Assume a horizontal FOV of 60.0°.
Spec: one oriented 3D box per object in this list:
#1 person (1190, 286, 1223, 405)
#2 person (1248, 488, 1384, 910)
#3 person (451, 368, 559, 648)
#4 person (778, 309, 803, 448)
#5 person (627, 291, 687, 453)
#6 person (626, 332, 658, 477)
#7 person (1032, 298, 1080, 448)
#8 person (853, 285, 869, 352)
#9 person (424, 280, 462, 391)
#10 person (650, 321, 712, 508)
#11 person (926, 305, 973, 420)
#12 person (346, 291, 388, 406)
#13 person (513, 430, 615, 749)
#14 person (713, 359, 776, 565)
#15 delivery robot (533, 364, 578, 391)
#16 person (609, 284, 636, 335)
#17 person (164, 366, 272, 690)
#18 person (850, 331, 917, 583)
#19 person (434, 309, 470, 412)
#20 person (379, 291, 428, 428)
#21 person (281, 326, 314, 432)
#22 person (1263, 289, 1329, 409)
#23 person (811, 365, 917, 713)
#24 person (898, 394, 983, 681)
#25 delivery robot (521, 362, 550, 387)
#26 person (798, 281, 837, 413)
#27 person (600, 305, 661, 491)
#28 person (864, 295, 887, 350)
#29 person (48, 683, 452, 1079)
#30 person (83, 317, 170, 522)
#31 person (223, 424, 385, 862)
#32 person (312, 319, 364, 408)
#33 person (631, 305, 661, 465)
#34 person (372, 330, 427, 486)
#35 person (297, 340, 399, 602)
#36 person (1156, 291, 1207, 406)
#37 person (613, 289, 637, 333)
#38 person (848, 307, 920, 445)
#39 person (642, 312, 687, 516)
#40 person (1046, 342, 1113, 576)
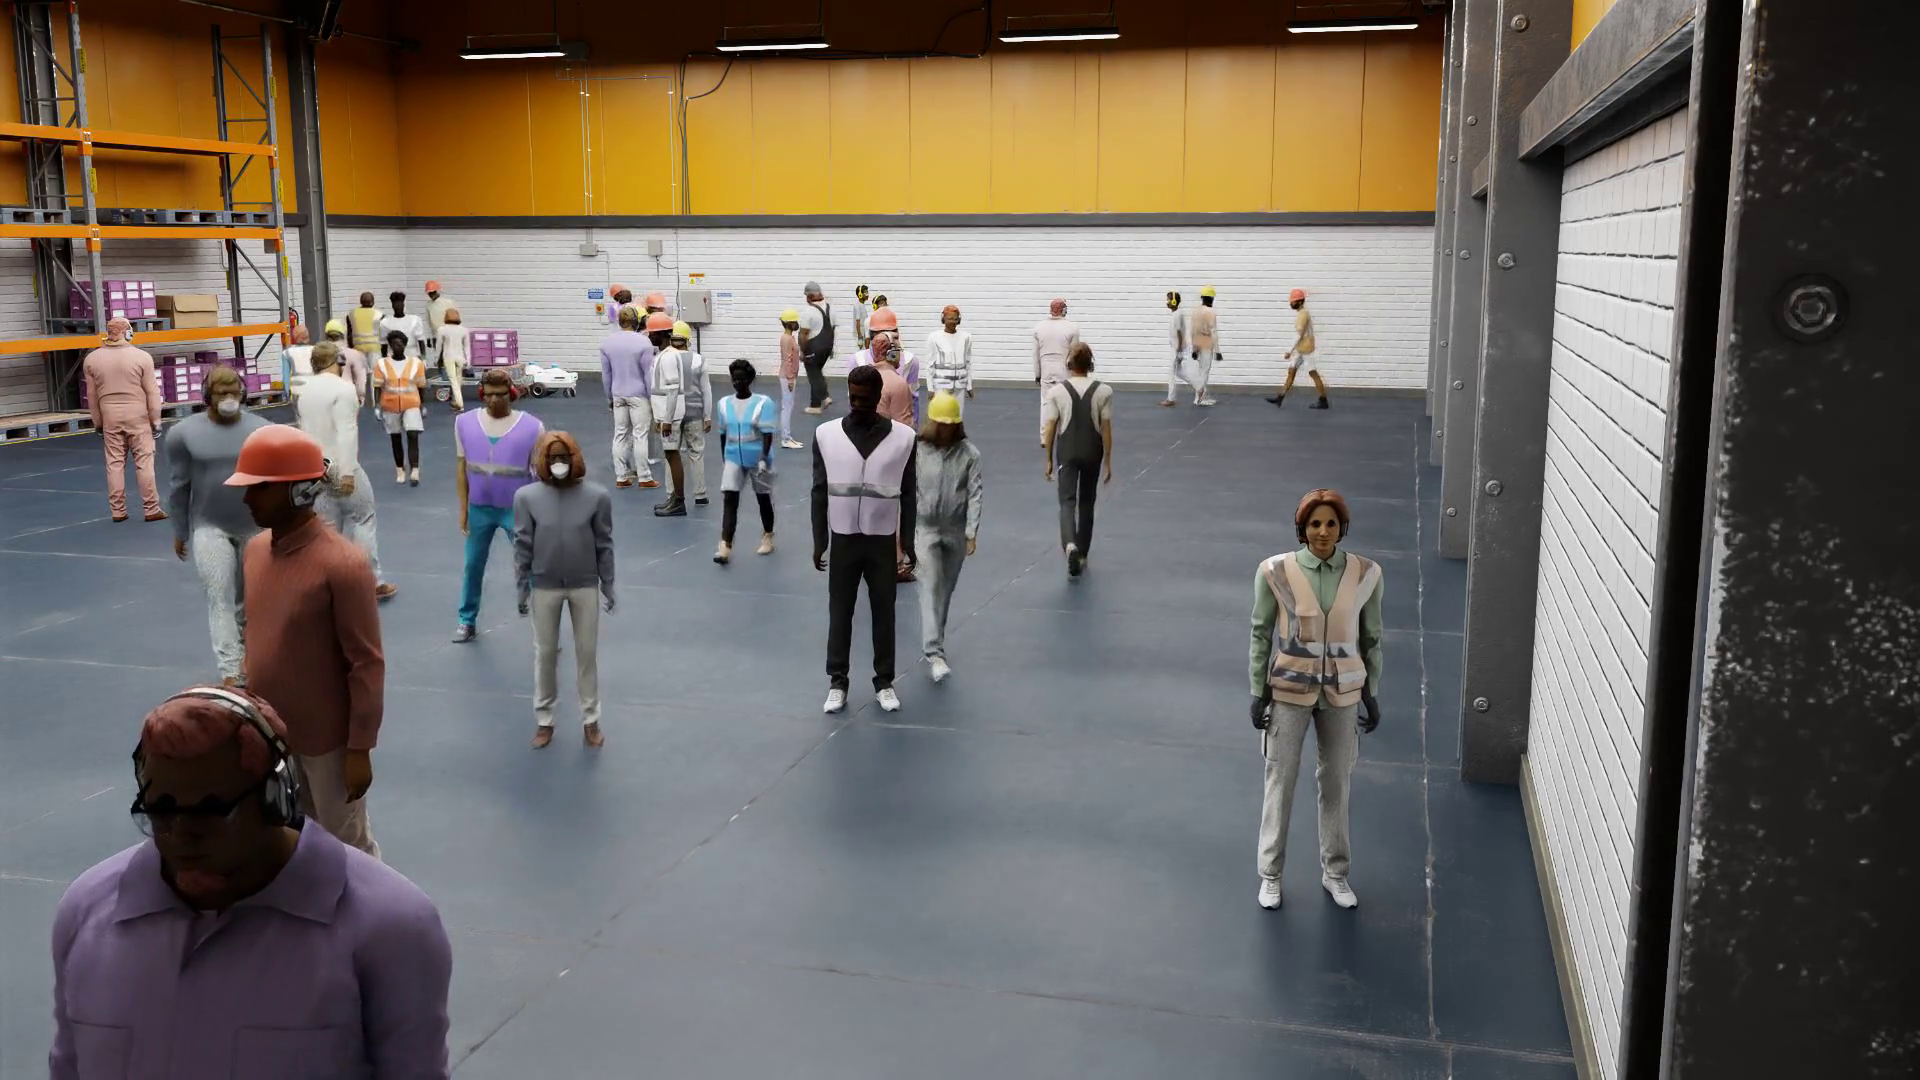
[{"bbox_3d":[4.010,-3.124,26.851,0.581,1.913,0.647,-4,11,-23],"label":"person"},{"bbox_3d":[1.367,0.612,6.420,0.521,1.640,0.307,0,10,-1],"label":"person"},{"bbox_3d":[-2.900,-0.195,10.590,0.765,1.793,0.532,0,10,2],"label":"person"},{"bbox_3d":[-2.149,-2.048,21.126,0.314,1.768,0.526,-1,10,-5],"label":"person"},{"bbox_3d":[-3.850,-2.089,20.696,0.983,2.012,0.621,7,12,35],"label":"person"},{"bbox_3d":[-3.542,-1.499,18.454,0.403,1.603,0.524,-9,14,-42],"label":"person"},{"bbox_3d":[1.247,-2.108,21.068,0.651,1.906,0.409,5,11,24],"label":"person"},{"bbox_3d":[-1.735,-3.576,29.479,0.327,1.874,0.521,1,10,3],"label":"person"},{"bbox_3d":[-9.131,-3.585,29.279,0.646,1.959,0.554,4,11,24],"label":"person"},{"bbox_3d":[-2.709,-1.219,16.253,0.587,1.830,0.403,0,10,-1],"label":"person"},{"bbox_3d":[-0.118,-1.770,19.216,0.581,1.882,0.339,-5,11,-25],"label":"person"},{"bbox_3d":[-9.470,-3.055,26.635,0.648,1.832,0.461,-1,10,-5],"label":"person"},{"bbox_3d":[-2.015,0.250,8.487,0.505,1.632,0.264,-2,10,-14],"label":"person"},{"bbox_3d":[-1.736,-0.641,13.484,0.537,1.643,0.911,3,10,14],"label":"person"},{"bbox_3d":[-6.843,-2.726,28.126,0.707,0.478,0.477,0,10,2],"label":"delivery robot"},{"bbox_3d":[-6.016,-3.629,29.750,0.578,1.882,0.649,-9,13,-42],"label":"person"},{"bbox_3d":[-4.136,-0.048,9.488,0.640,1.874,1.052,-6,12,-31],"label":"person"},{"bbox_3d":[-0.547,-0.631,12.699,0.406,1.911,0.639,-8,13,-39],"label":"person"},{"bbox_3d":[-7.868,-2.788,25.810,0.508,1.590,0.825,-9,14,-43],"label":"person"},{"bbox_3d":[-7.958,-2.597,23.779,0.623,1.940,0.896,-4,11,-21],"label":"person"},{"bbox_3d":[-7.982,-1.817,20.310,0.519,1.592,0.872,-3,10,-15],"label":"person"},{"bbox_3d":[5.339,-2.991,26.159,1.067,1.867,0.539,1,10,6],"label":"person"},{"bbox_3d":[-0.525,-0.008,9.157,0.587,1.914,0.391,-1,10,-5],"label":"person"},{"bbox_3d":[-0.107,-0.033,9.941,0.472,1.678,0.923,-3,10,-15],"label":"person"},{"bbox_3d":[-7.406,-2.842,28.785,0.707,0.478,0.477,-9,13,-41],"label":"delivery robot"},{"bbox_3d":[-2.237,-2.953,25.470,0.535,2.000,0.711,7,12,35],"label":"person"},{"bbox_3d":[-3.449,-1.483,17.436,0.627,1.941,0.371,4,11,20],"label":"person"},{"bbox_3d":[-1.137,-2.546,23.661,0.326,1.868,0.520,8,13,39],"label":"person"},{"bbox_3d":[-1.120,1.152,2.617,0.639,1.905,0.407,0,10,2],"label":"person"},{"bbox_3d":[-7.712,-1.108,15.420,0.639,1.904,0.409,-1,10,-4],"label":"person"},{"bbox_3d":[-2.117,0.617,5.388,0.614,1.993,0.395,7,12,34],"label":"person"},{"bbox_3d":[-7.066,-1.641,18.901,0.533,1.729,0.847,-3,10,-16],"label":"person"},{"bbox_3d":[-3.587,-1.780,19.278,0.604,1.890,0.637,-8,13,-40],"label":"person"},{"bbox_3d":[-5.954,-1.387,17.685,0.545,1.658,0.858,-2,10,-14],"label":"person"},{"bbox_3d":[-4.415,-0.473,11.870,0.712,1.884,0.713,6,12,32],"label":"person"},{"bbox_3d":[3.565,-3.045,26.565,0.739,1.848,0.537,2,10,9],"label":"person"},{"bbox_3d":[-5.814,-3.525,29.410,0.872,1.816,0.639,5,11,28],"label":"person"},{"bbox_3d":[-0.635,-0.934,14.031,0.615,2.042,0.372,-2,10,-10],"label":"person"},{"bbox_3d":[-2.798,-1.188,15.779,0.376,1.932,0.551,-2,10,-9],"label":"person"},{"bbox_3d":[0.929,-0.628,12.944,0.513,1.823,0.809,0,10,1],"label":"person"}]
